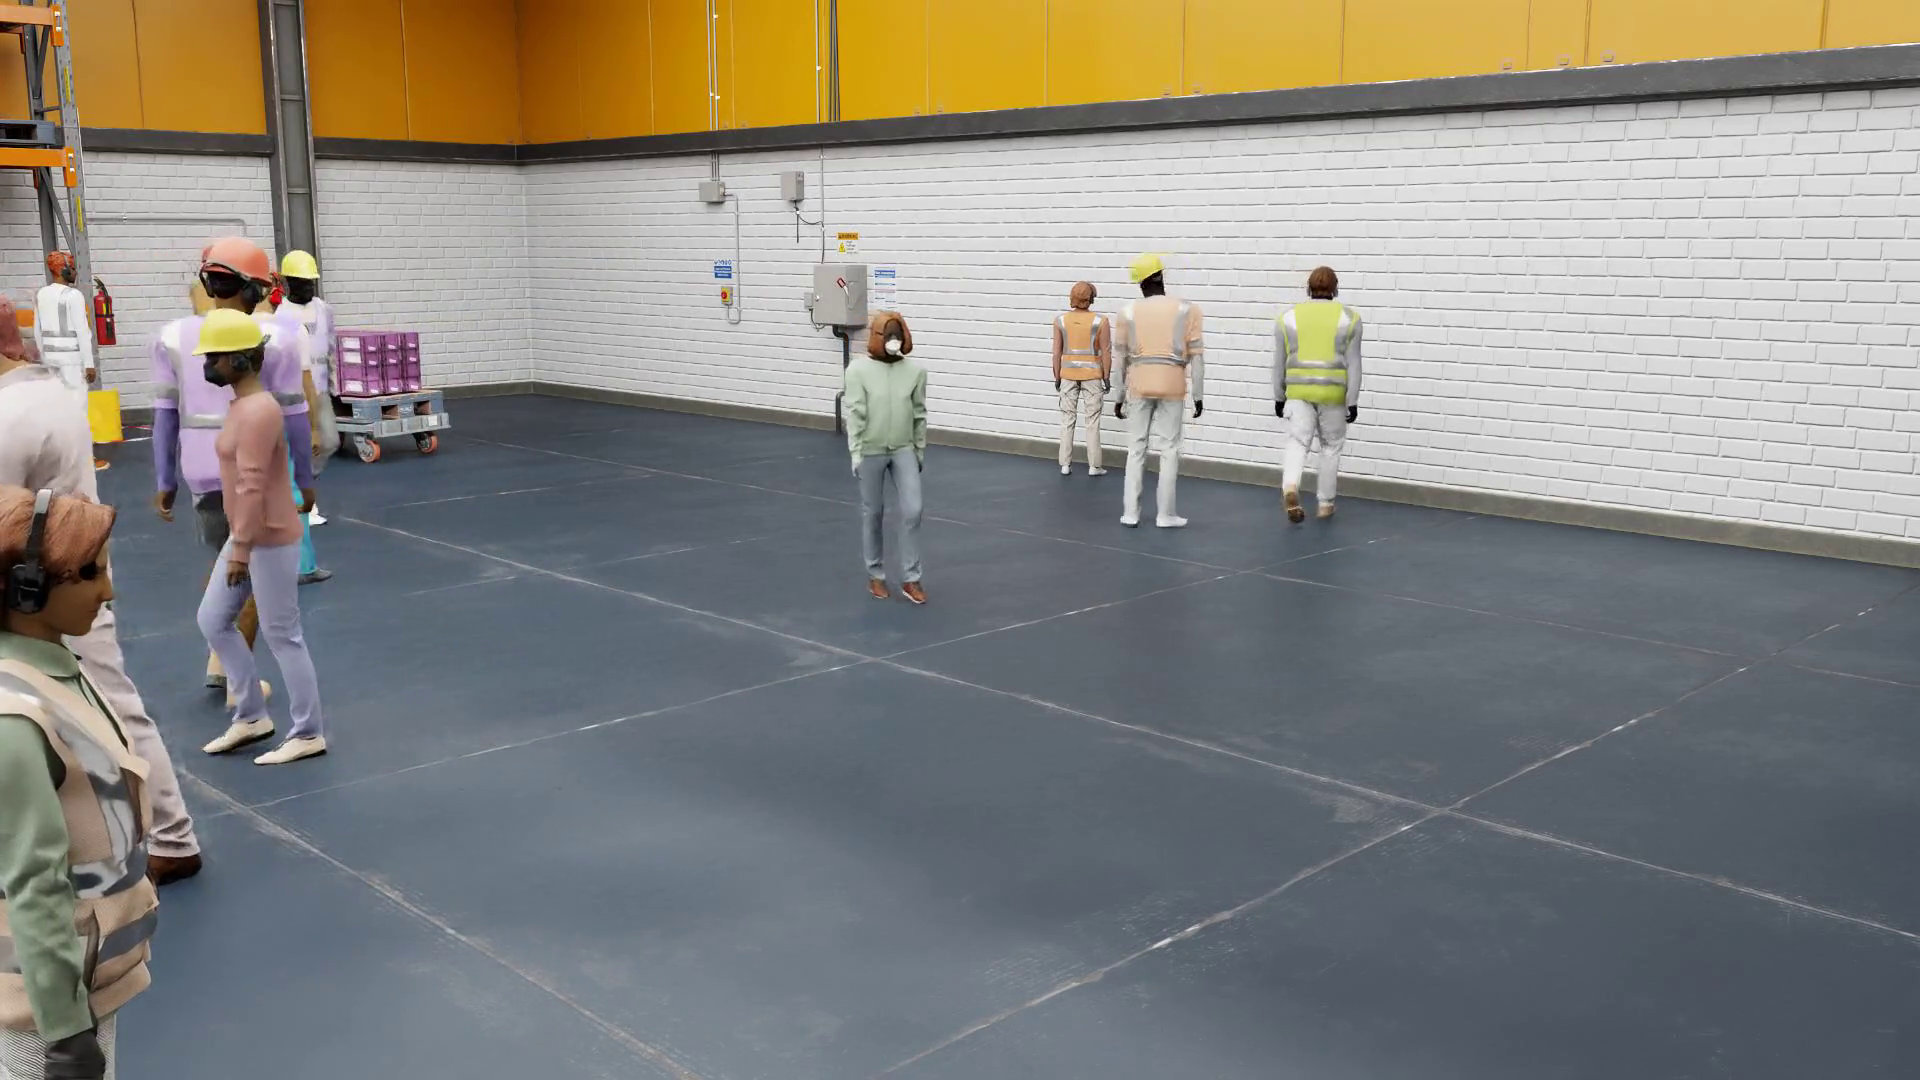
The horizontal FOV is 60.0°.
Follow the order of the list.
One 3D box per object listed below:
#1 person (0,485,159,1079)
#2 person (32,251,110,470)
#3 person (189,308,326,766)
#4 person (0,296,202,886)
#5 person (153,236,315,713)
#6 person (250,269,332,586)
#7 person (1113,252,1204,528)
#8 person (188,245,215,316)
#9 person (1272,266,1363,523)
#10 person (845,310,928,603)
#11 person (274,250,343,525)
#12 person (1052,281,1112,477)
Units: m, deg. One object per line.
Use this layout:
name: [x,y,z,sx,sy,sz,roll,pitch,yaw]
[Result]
person: [-1.445,0.725,2.686,0.308,1.640,0.511,-5,12,-25]
person: [-7.675,-1.529,14.307,0.584,1.882,0.337,5,11,23]
person: [-2.715,0.013,6.288,0.551,1.752,0.528,-7,12,-32]
person: [-2.868,0.188,5.013,1.008,1.846,0.665,-4,11,-20]
person: [-3.091,-0.281,7.145,0.627,2.015,0.583,1,10,5]
person: [-3.973,-0.639,9.581,0.563,1.838,0.390,1,10,3]
person: [1.353,-1.008,11.446,0.634,1.897,0.387,3,11,16]
person: [-7.534,-2.020,16.875,0.542,1.920,0.459,3,11,16]
person: [2.503,-1.016,11.716,0.631,1.817,0.810,4,11,21]
person: [-0.379,-0.446,9.144,0.505,1.611,0.622,-4,11,-19]
person: [-4.582,-1.053,11.610,0.495,1.916,0.632,6,12,28]
person: [1.024,-1.345,13.978,0.517,1.638,0.308,4,11,19]
